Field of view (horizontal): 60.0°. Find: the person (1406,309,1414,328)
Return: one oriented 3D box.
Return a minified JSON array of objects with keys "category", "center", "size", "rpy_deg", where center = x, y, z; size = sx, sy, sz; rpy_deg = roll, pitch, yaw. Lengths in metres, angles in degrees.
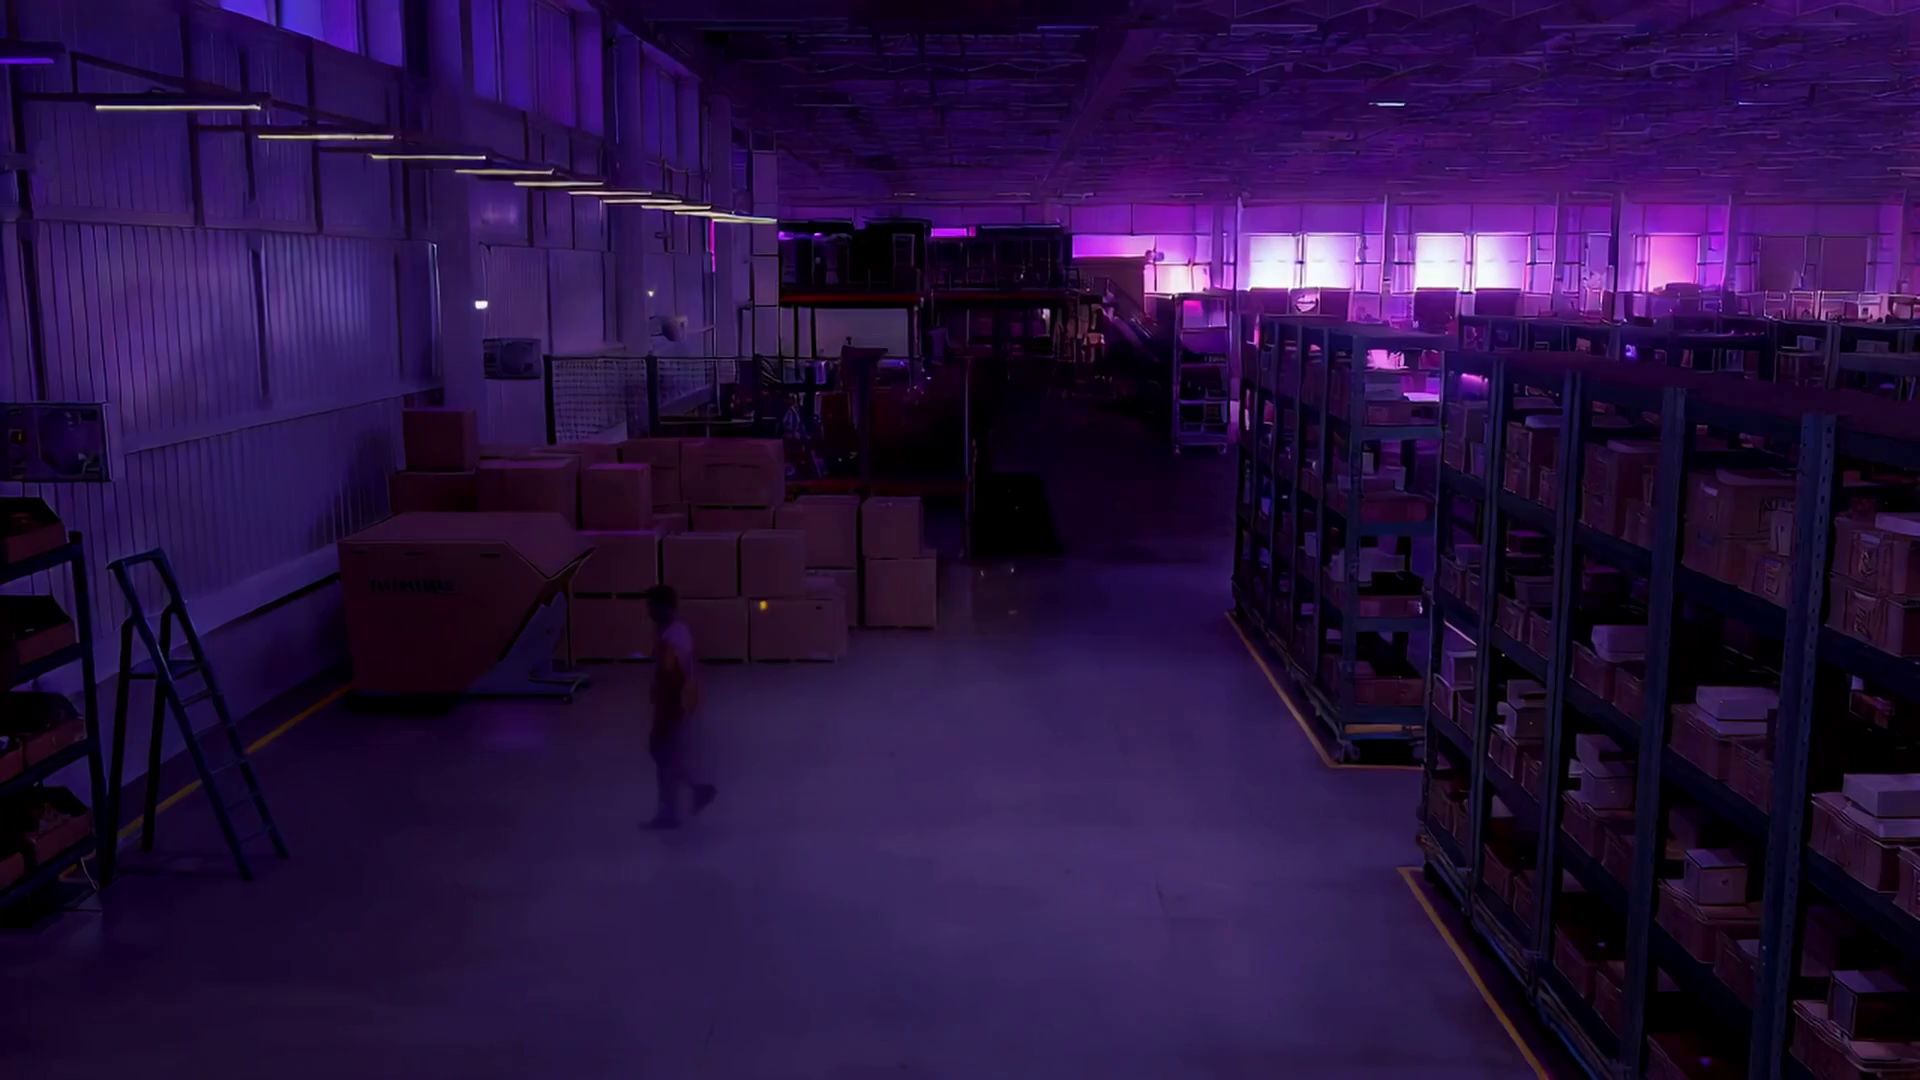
[{"category":"person","center":[25.624,-12.199,94.778],"size":[0.394,1.920,0.584],"rpy_deg":[8,12,42]}]

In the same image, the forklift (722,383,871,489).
[{"category":"forklift","center":[-2.893,-1.687,28.729],"size":[2.680,1.987,1.157],"rpy_deg":[0,9,-1]}]

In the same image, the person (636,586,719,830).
[{"category":"person","center":[-2.108,1.228,12.191],"size":[0.502,1.834,0.584],"rpy_deg":[-1,9,-3]}]

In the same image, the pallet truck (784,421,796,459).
[{"category":"pallet truck","center":[-4.013,-1.793,32.705],"size":[1.601,1.201,0.680],"rpy_deg":[0,9,1]}]

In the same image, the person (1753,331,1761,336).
[{"category":"person","center":[38.149,-9.636,79.642],"size":[0.531,1.697,0.320],"rpy_deg":[-7,11,-36]}]

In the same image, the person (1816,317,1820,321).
[{"category":"person","center":[42.546,-10.154,82.570],"size":[0.990,1.790,0.522],"rpy_deg":[5,10,28]}]

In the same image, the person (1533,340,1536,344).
[{"category":"person","center":[20.242,-6.516,59.414],"size":[0.604,2.016,0.785],"rpy_deg":[3,10,16]}]

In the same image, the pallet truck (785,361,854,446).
[{"category":"pallet truck","center":[-3.410,-3.193,38.978],"size":[1.885,1.965,0.823],"rpy_deg":[0,9,-1]}]

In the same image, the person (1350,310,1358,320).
[{"category":"person","center":[21.946,-11.819,92.508],"size":[0.919,1.900,0.541],"rpy_deg":[8,12,41]}]

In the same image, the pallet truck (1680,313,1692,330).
[{"category":"pallet truck","center":[36.315,-10.531,84.244],"size":[0.823,1.965,1.885],"rpy_deg":[-6,11,-33]}]

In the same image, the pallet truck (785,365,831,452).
[{"category":"pallet truck","center":[-3.774,-2.976,37.635],"size":[1.885,1.965,0.823],"rpy_deg":[1,9,5]}]

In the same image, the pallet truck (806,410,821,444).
[{"category":"pallet truck","center":[-3.559,-2.018,33.905],"size":[1.522,1.261,0.704],"rpy_deg":[0,9,-1]}]

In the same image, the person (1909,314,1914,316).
[{"category":"person","center":[48.329,-10.554,84.564],"size":[0.632,1.940,0.372],"rpy_deg":[-6,11,-32]}]

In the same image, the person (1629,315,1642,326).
[{"category":"person","center":[34.505,-10.583,85.042],"size":[0.634,1.841,0.429],"rpy_deg":[4,10,23]}]

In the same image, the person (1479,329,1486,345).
[{"category":"person","center":[20.673,-7.385,65.327],"size":[0.879,1.832,0.530],"rpy_deg":[8,12,41]}]

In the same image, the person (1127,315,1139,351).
[{"category":"person","center":[8.859,-10.558,84.906],"size":[0.622,1.840,0.430],"rpy_deg":[6,11,32]}]

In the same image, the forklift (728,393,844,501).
[{"category":"forklift","center":[-2.979,-1.316,26.476],"size":[2.680,1.987,1.157],"rpy_deg":[0,9,1]}]

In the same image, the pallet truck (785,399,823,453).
[{"category":"pallet truck","center":[-3.814,-2.432,36.419],"size":[1.630,1.274,0.653],"rpy_deg":[0,9,1]}]

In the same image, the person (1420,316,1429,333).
[{"category":"person","center":[21.357,-9.297,76.634],"size":[0.383,1.996,0.609],"rpy_deg":[-3,10,-20]}]

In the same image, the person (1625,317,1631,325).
[{"category":"person","center":[31.272,-9.478,78.001],"size":[0.594,1.916,0.398],"rpy_deg":[7,12,37]}]

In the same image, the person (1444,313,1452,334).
[{"category":"person","center":[25.183,-10.765,85.885],"size":[0.415,1.940,0.601],"rpy_deg":[-2,10,-14]}]
